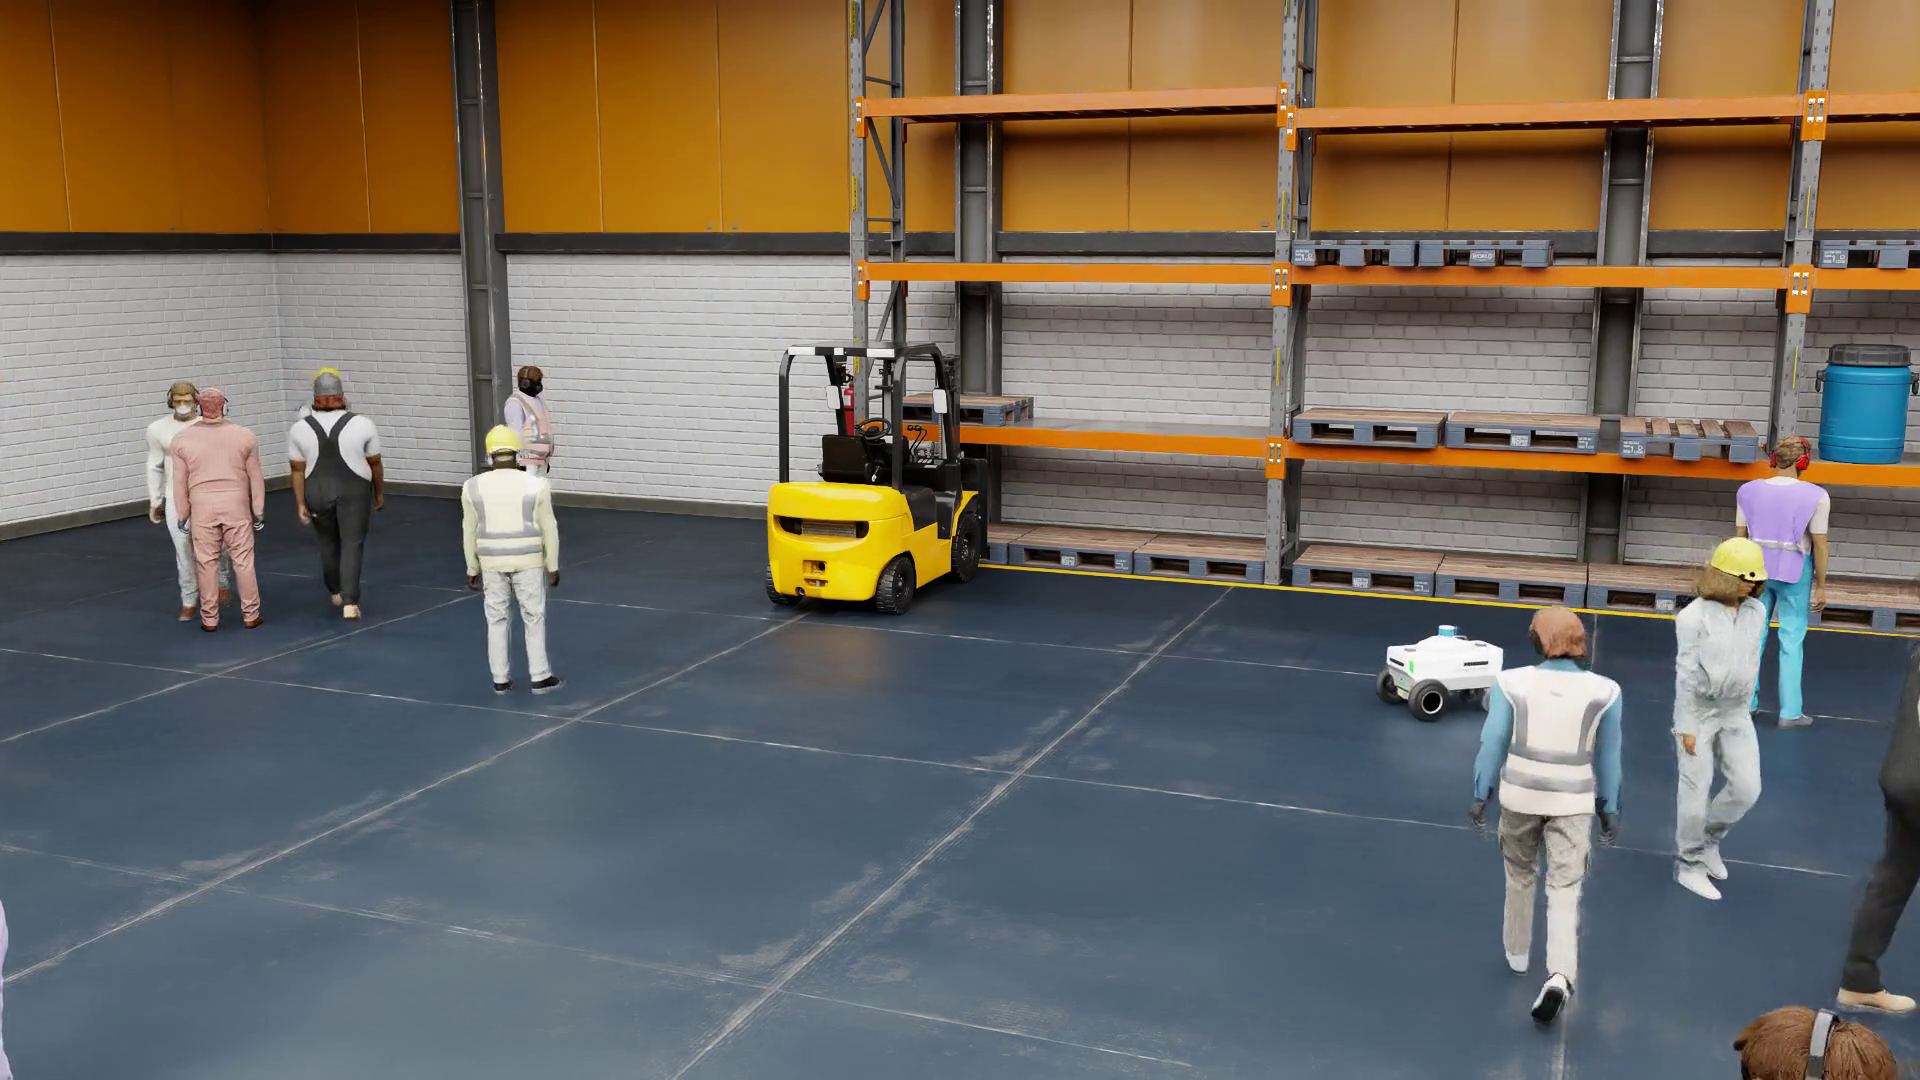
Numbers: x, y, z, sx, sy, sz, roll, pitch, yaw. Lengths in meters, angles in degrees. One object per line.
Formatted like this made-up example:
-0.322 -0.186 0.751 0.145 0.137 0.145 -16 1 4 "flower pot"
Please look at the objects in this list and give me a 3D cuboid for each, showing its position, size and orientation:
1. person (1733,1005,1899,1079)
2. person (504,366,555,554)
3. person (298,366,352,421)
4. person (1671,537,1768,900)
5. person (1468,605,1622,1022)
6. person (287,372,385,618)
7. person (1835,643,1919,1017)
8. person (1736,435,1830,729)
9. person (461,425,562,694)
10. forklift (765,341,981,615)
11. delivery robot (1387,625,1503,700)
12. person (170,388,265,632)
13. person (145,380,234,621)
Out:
1.419 1.657 2.768 0.930 1.807 0.630 6 12 29 "person"
-4.163 -0.775 16.196 0.429 1.843 0.621 2 10 9 "person"
-6.209 -0.805 16.420 0.411 1.816 0.605 8 13 37 "person"
3.493 0.824 7.650 0.498 1.718 0.393 -2 10 -13 "person"
2.327 1.066 6.605 0.571 1.601 0.776 4 11 19 "person"
-5.071 -0.407 13.587 0.686 2.000 1.038 -2 10 -9 "person"
3.806 1.005 6.354 0.736 1.812 0.587 1 10 8 "person"
5.117 0.265 10.408 0.388 1.838 0.563 -9 14 -42 "person"
-2.993 0.148 11.155 0.633 1.822 0.404 -1 10 -6 "person"
-0.739 -0.602 14.246 1.214 2.155 2.313 4 11 21 "forklift"
3.138 0.797 10.759 0.707 0.478 0.477 -3 11 -15 "delivery robot"
-5.775 -0.233 12.995 0.654 1.905 0.408 -4 11 -23 "person"
-6.213 -0.324 13.435 0.637 1.933 0.508 -2 10 -12 "person"
